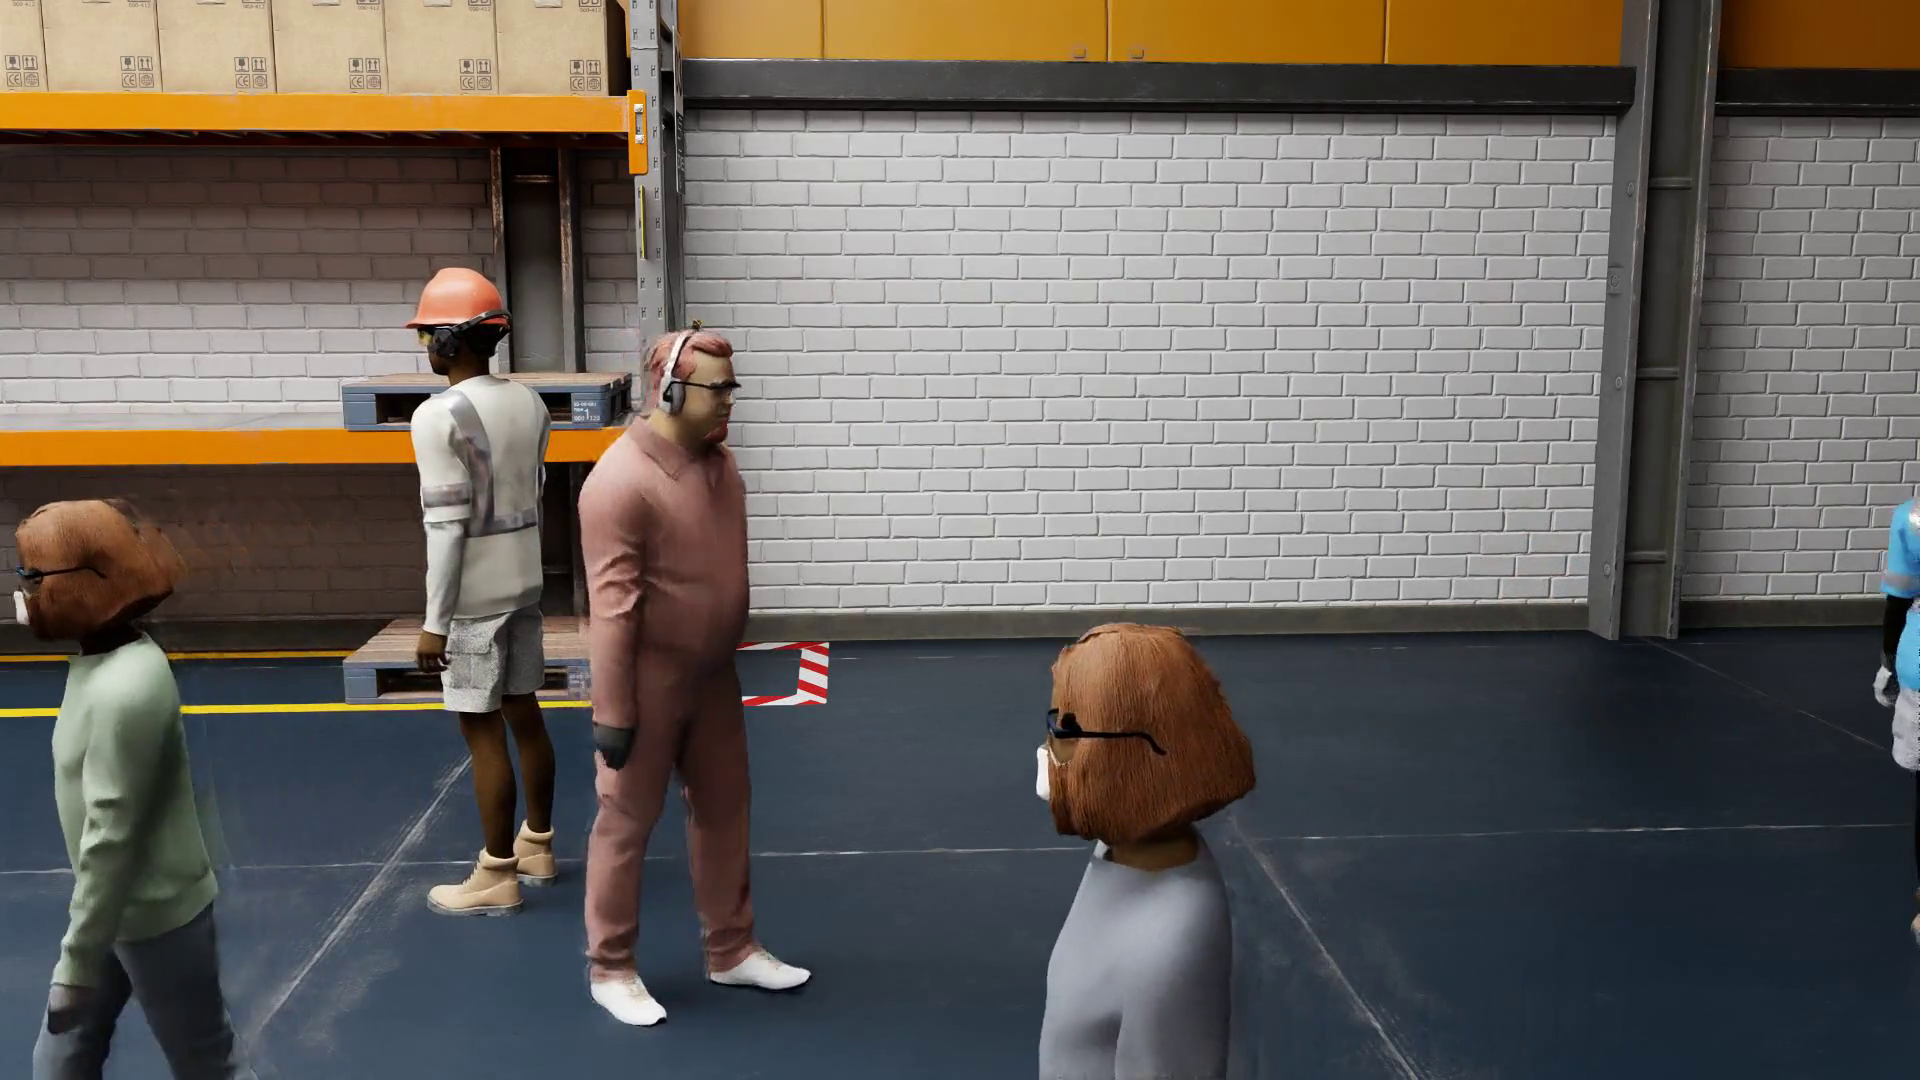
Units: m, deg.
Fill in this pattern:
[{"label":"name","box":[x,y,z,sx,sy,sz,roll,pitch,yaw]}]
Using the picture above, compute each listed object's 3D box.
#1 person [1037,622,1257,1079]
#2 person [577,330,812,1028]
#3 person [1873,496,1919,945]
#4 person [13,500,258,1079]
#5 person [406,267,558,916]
[{"label":"person","box":[0.284,0.895,2.093,0.704,1.612,0.504,0,9,1]},{"label":"person","box":[-0.732,0.384,4.500,0.646,1.880,0.665,4,10,23]},{"label":"person","box":[2.988,0.411,4.893,0.537,1.685,0.387,4,10,25]},{"label":"person","box":[-1.657,0.731,3.124,0.799,1.596,0.520,-6,11,-34]},{"label":"person","box":[-1.528,0.172,5.268,0.393,2.044,0.609,3,9,17]}]
